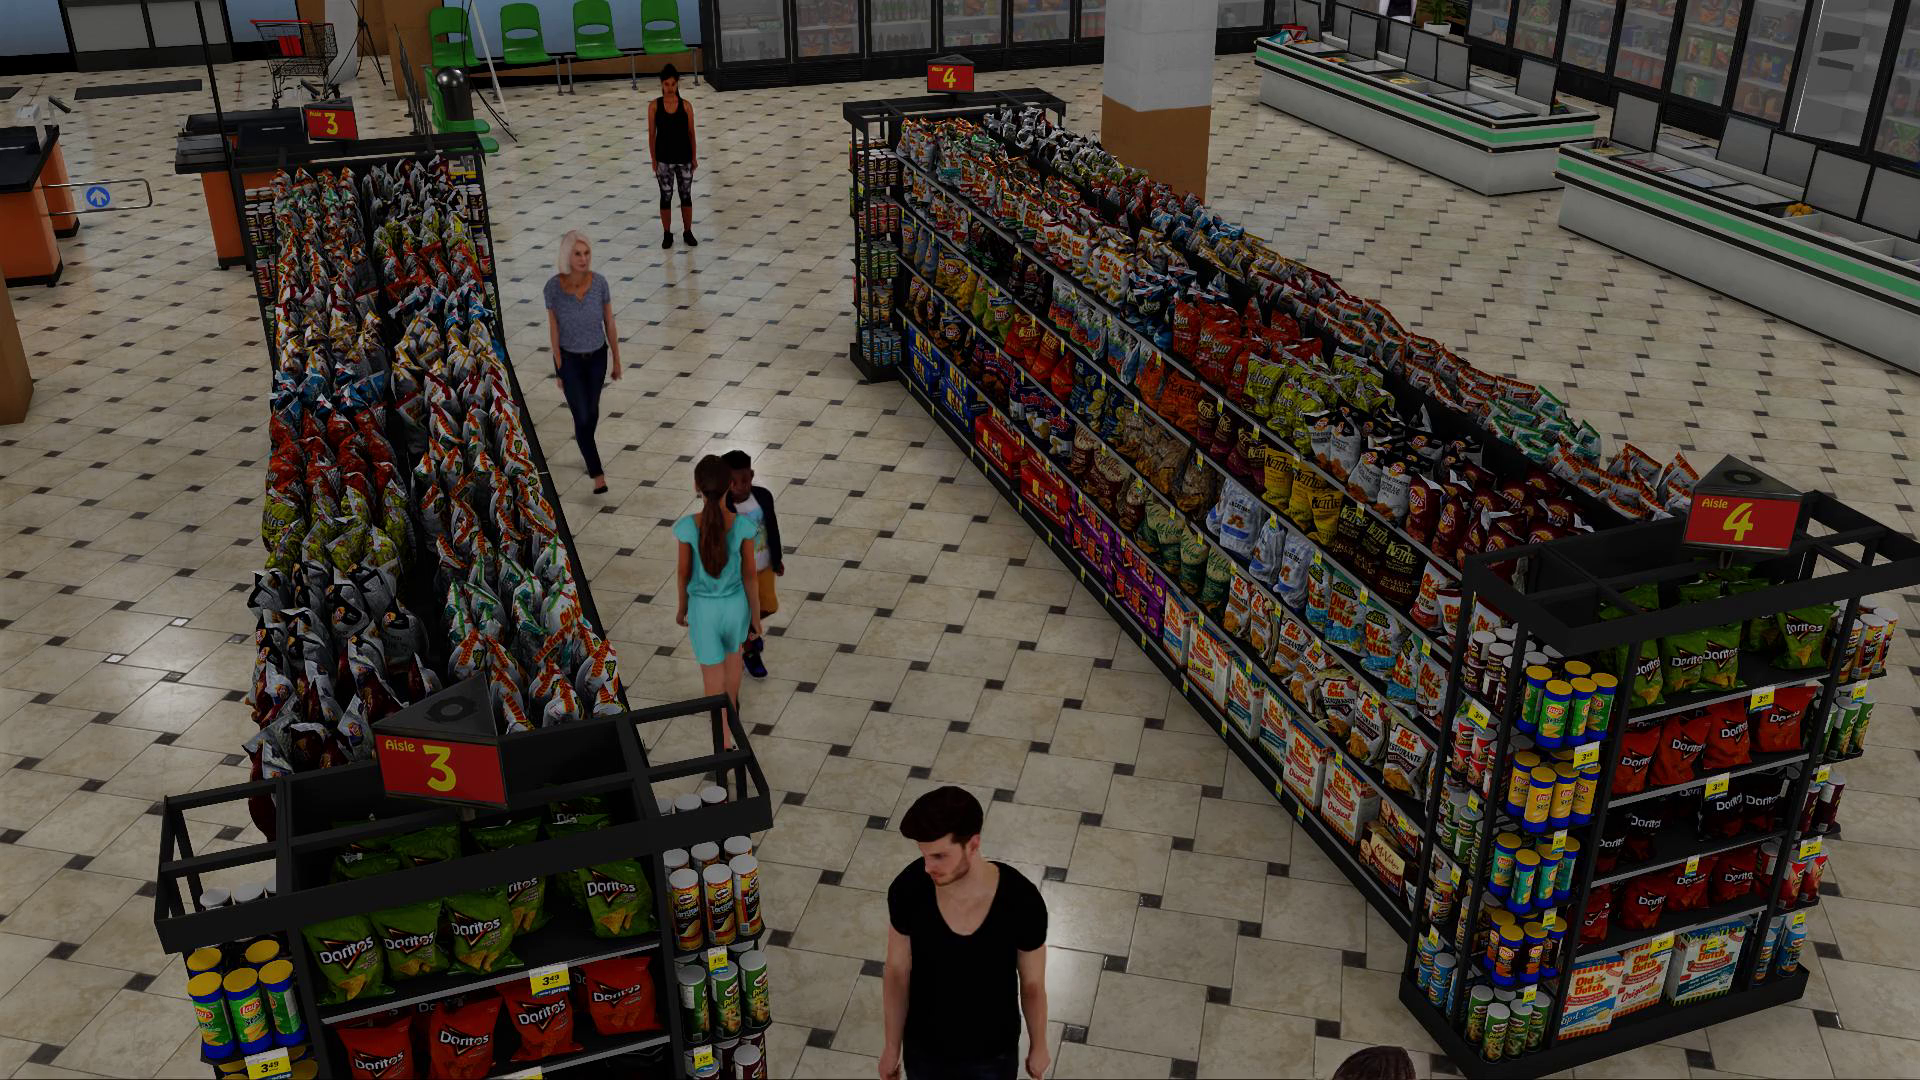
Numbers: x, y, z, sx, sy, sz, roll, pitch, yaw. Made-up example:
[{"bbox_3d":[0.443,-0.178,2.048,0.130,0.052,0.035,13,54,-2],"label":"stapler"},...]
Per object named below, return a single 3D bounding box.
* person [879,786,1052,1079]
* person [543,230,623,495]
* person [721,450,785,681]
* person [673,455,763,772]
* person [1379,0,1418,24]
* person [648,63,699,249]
[{"bbox_3d":[0.017,1.505,5.224,1.080,1.866,1.248,6,28,12],"label":"person"},{"bbox_3d":[-2.458,-1.173,10.720,0.662,1.670,1.105,-12,29,-23],"label":"person"},{"bbox_3d":[-1.130,0.090,8.681,0.603,1.260,0.675,-15,31,-27],"label":"person"},{"bbox_3d":[-1.127,0.375,7.824,0.681,1.528,1.086,-6,27,-11],"label":"person"},{"bbox_3d":[5.537,-6.557,21.168,0.687,1.823,0.596,-8,28,-15],"label":"person"},{"bbox_3d":[-2.658,-3.564,15.432,0.590,1.673,0.520,-7,28,-14],"label":"person"}]
